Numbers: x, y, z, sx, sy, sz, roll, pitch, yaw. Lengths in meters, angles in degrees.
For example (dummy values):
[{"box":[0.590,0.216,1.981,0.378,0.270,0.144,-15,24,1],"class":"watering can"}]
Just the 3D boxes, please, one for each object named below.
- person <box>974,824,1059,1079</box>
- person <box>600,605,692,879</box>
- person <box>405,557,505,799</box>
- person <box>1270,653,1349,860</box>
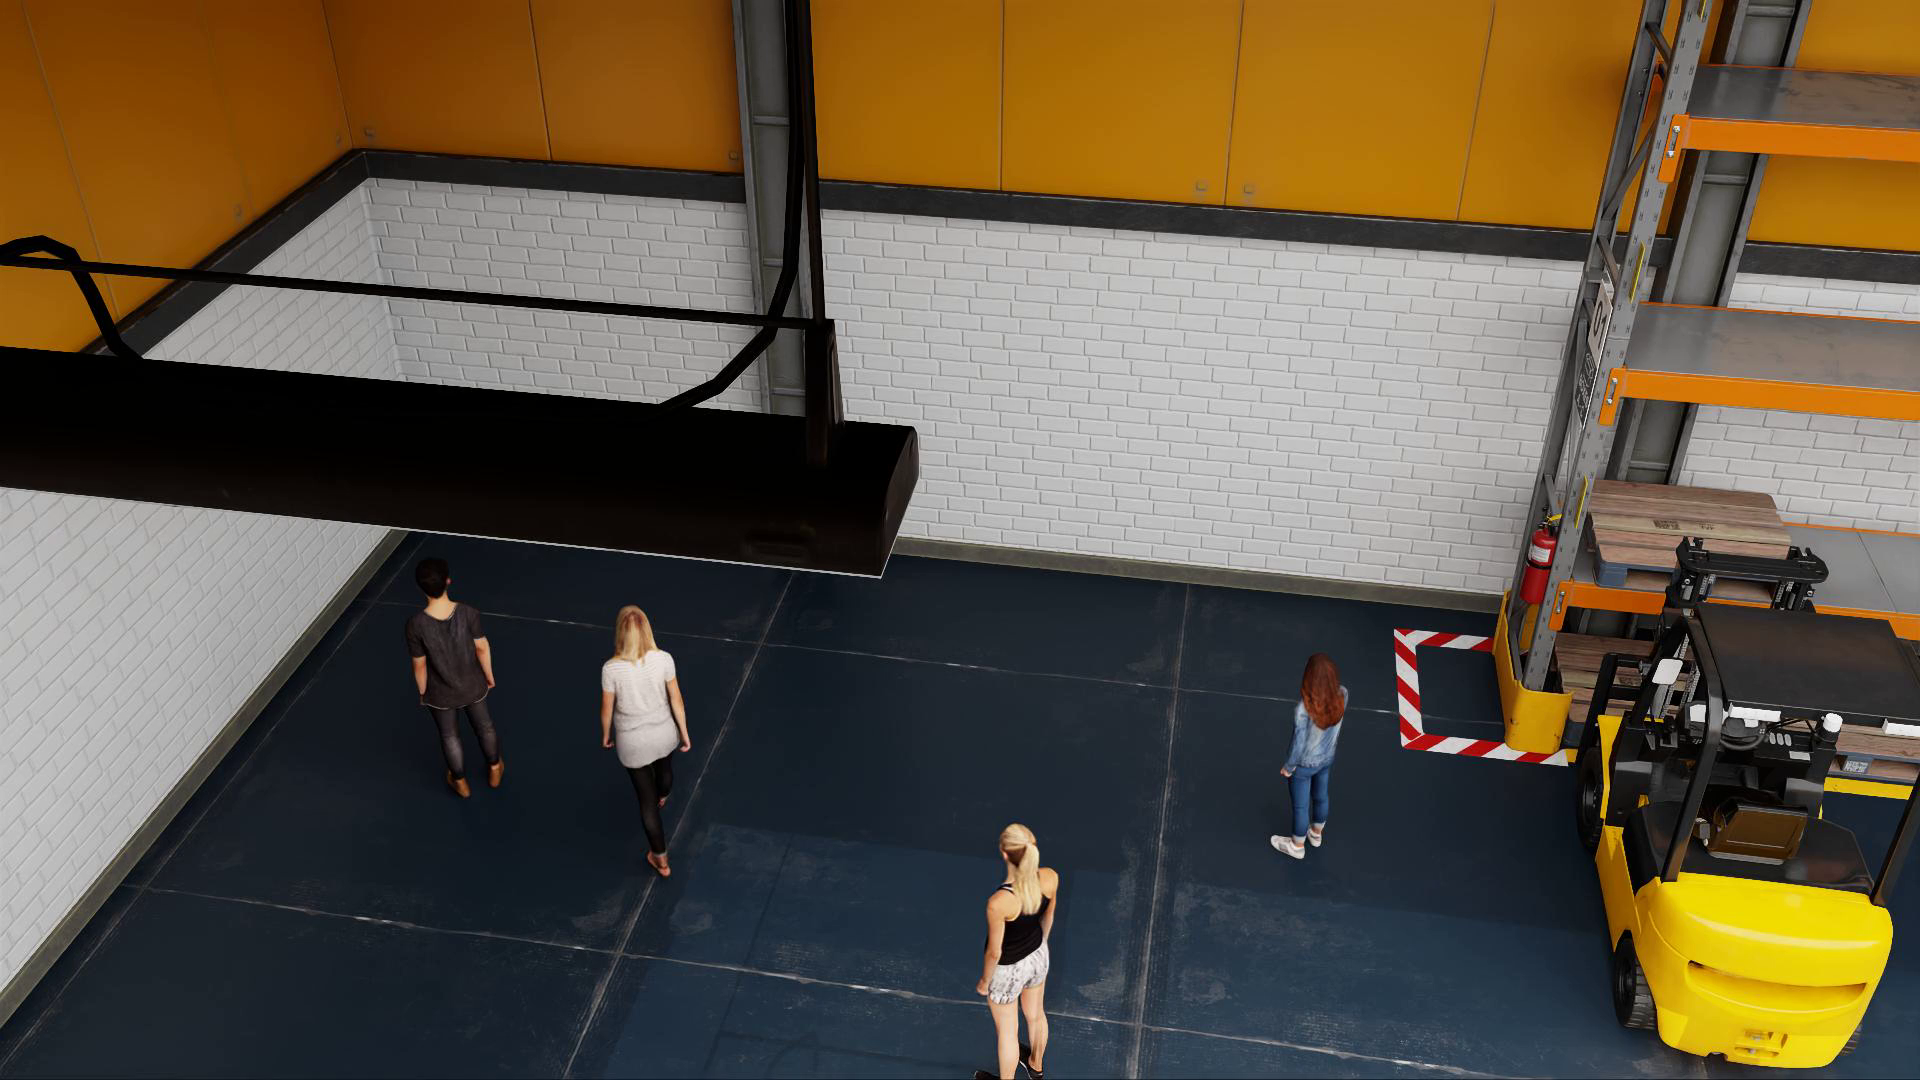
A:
[{"box":[0.292,2.111,8.330,0.681,1.846,0.731,-23,40,-31],"class":"person"},{"box":[-1.815,1.219,9.720,1.103,1.791,1.048,-12,35,-17],"class":"person"},{"box":[-3.141,0.864,10.327,0.666,1.712,0.767,-14,36,-20],"class":"person"},{"box":[2.105,1.284,9.909,0.625,1.476,0.683,-21,39,-29],"class":"person"}]
